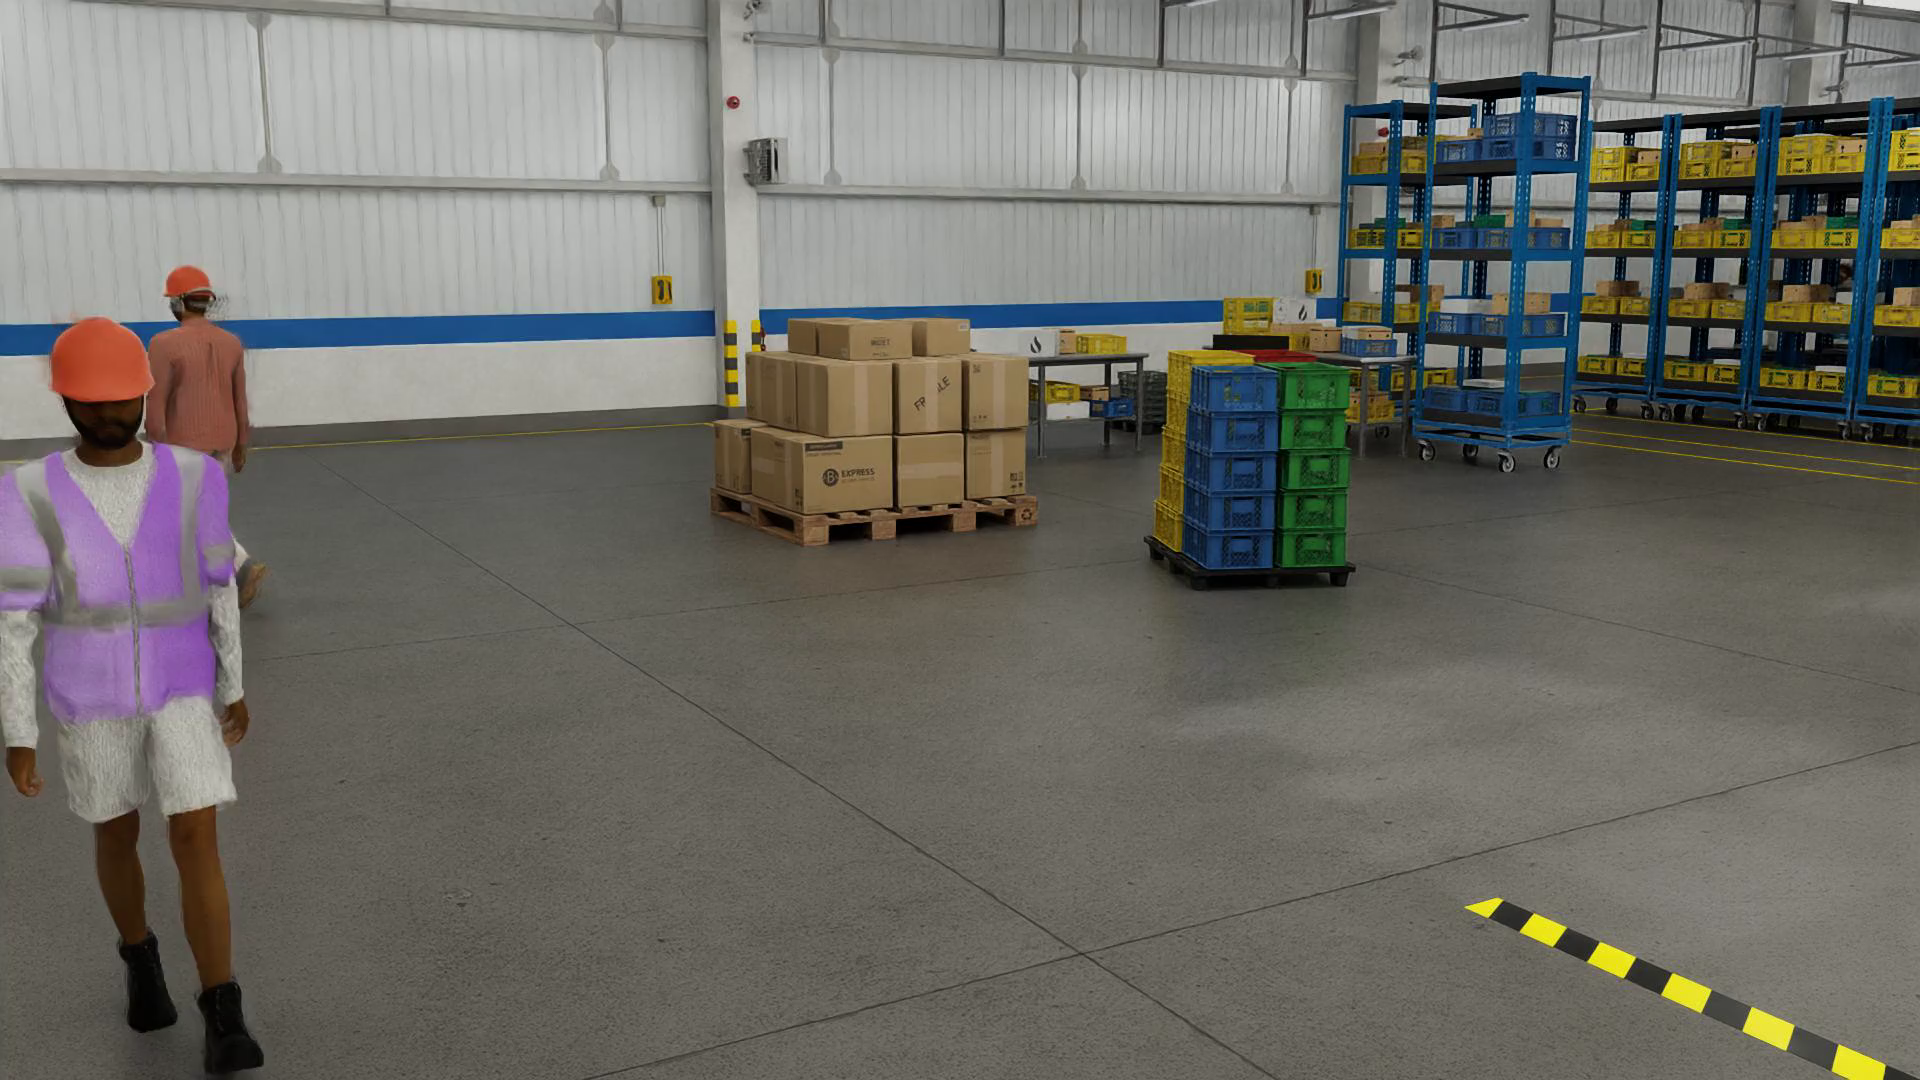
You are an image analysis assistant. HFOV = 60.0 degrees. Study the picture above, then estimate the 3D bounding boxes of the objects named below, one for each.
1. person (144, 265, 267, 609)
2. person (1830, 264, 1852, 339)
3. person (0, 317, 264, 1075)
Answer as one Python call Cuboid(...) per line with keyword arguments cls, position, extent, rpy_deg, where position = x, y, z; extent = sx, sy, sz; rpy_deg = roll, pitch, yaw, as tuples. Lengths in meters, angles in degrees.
Cuboid(cls="person", position=(-4.302, -0.575, 9.512), extent=(0.784, 1.972, 0.616), rpy_deg=(4, 11, 23))
Cuboid(cls="person", position=(13.547, -3.345, 25.681), extent=(0.988, 1.793, 0.578), rpy_deg=(-9, 13, -41))
Cuboid(cls="person", position=(-2.056, 0.409, 4.135), extent=(0.576, 1.892, 0.941), rpy_deg=(-6, 12, -32))
